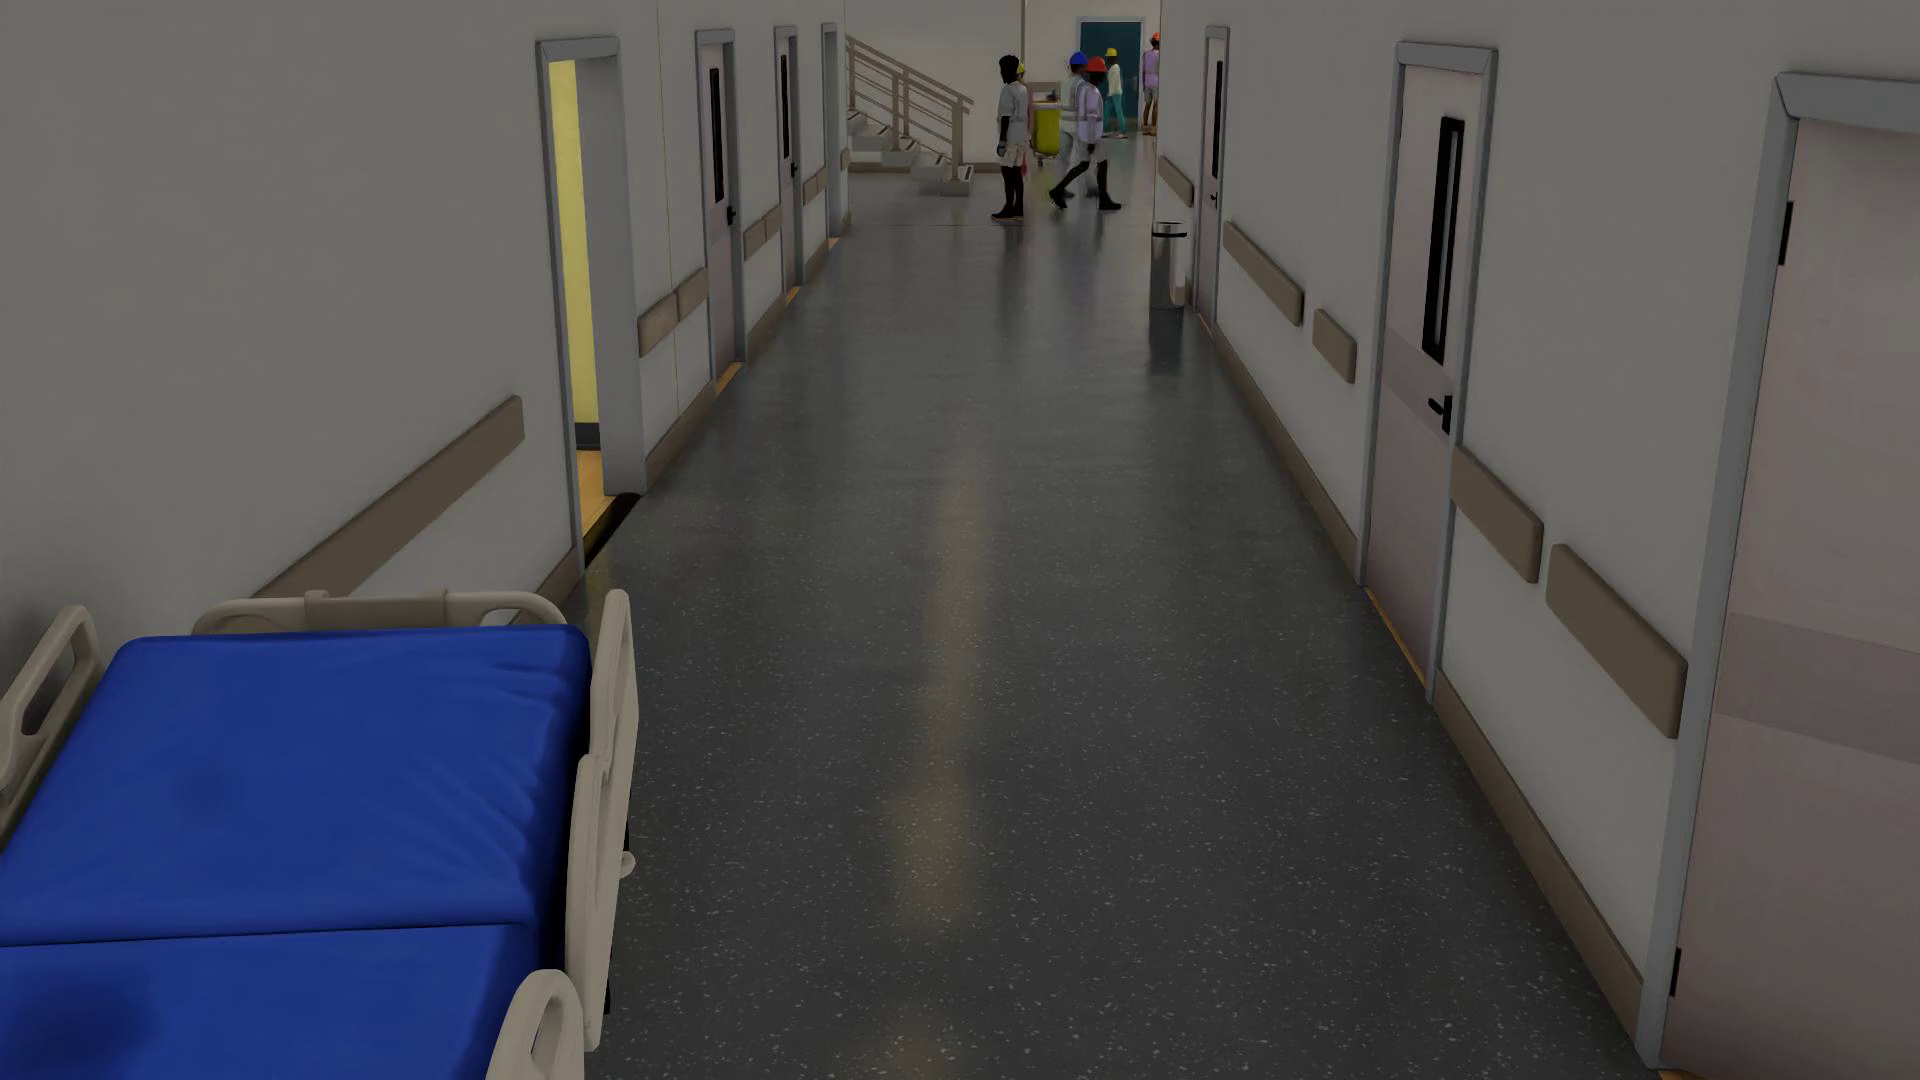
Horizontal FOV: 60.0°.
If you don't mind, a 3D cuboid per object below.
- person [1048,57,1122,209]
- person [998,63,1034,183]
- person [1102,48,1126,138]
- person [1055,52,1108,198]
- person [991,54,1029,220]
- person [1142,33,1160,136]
[{"bbox_3d":[1.596,-5.139,21.072,0.892,1.908,0.555,-3,18,-8],"label":"person"},{"bbox_3d":[0.804,-6.065,24.238,0.527,1.753,0.447,15,23,38],"label":"person"},{"bbox_3d":[2.966,-8.843,32.971,0.779,1.735,0.541,-2,18,-7],"label":"person"},{"bbox_3d":[1.646,-5.594,22.469,0.856,1.913,0.646,-9,20,-26],"label":"person"},{"bbox_3d":[0.621,-4.859,20.121,0.389,1.951,0.615,8,19,23],"label":"person"},{"bbox_3d":[3.961,-9.245,33.774,0.410,2.032,0.609,-15,23,-39],"label":"person"}]
